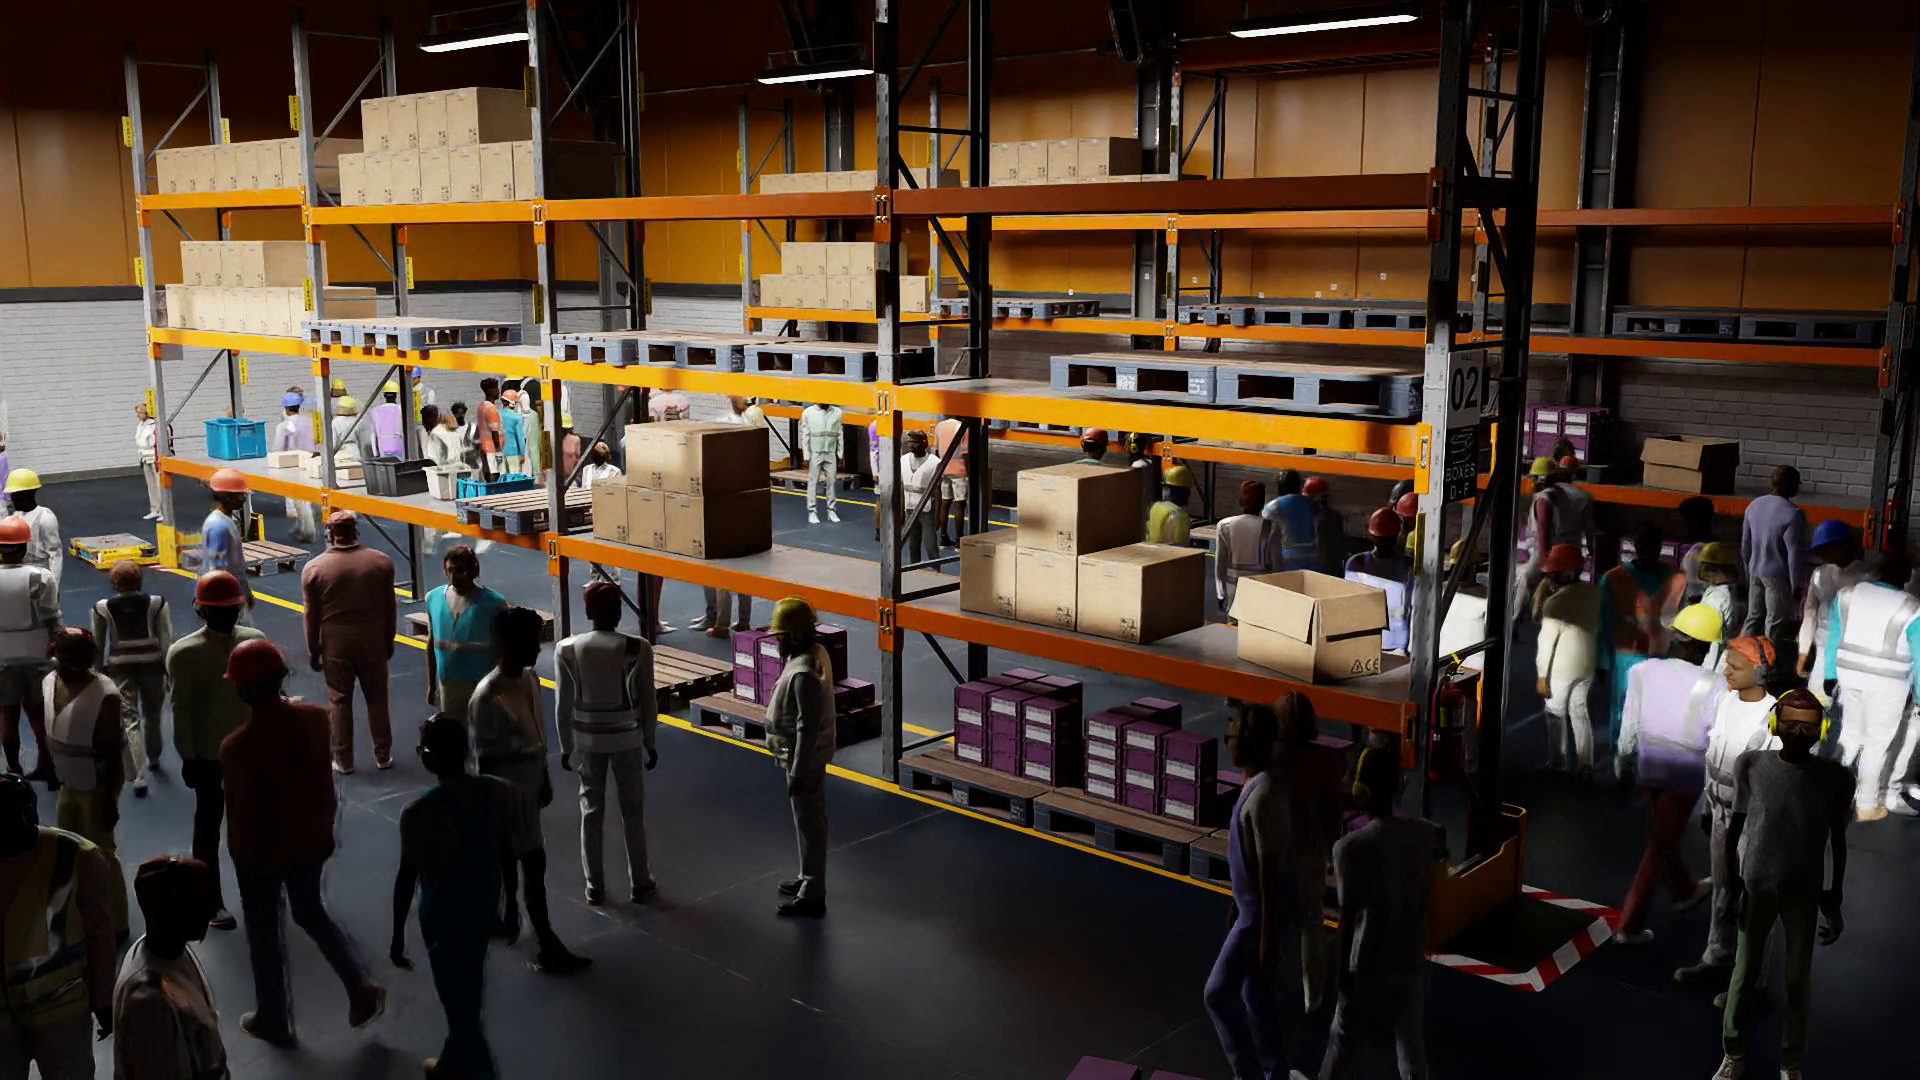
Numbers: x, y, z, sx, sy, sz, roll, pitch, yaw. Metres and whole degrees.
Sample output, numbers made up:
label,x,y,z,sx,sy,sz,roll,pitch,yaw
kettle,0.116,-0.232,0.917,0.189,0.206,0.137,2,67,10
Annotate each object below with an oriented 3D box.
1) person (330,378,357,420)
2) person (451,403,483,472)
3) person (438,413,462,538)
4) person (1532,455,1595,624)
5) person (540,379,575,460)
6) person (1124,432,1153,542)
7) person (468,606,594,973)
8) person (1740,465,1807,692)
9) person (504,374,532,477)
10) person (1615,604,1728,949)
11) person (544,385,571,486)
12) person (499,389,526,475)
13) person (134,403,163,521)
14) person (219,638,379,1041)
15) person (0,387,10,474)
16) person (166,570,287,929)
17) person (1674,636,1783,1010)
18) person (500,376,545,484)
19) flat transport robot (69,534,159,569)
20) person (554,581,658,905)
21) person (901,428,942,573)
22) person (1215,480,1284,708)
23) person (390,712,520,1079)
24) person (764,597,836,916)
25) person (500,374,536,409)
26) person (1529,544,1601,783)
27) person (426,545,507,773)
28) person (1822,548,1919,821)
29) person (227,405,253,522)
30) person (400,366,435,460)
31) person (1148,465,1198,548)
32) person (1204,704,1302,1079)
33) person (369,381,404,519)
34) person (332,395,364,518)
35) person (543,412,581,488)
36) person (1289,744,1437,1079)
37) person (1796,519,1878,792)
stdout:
label,x,y,z,sx,sy,sz,roll,pitch,yaw
person,-9.560,-1.624,25.713,0.486,1.744,0.294,-4,11,-23
person,-6.837,-1.071,22.849,0.540,1.662,0.851,-5,11,-26
person,-6.609,-0.840,21.617,0.280,1.626,0.503,0,10,2
person,5.962,0.020,16.431,0.572,1.737,0.429,8,13,38
person,-7.107,-2.299,29.242,1.050,1.857,0.620,7,12,34
person,1.850,-0.215,17.408,0.328,1.865,0.519,4,11,19
person,-2.354,1.291,8.834,0.899,1.918,0.626,2,10,11
person,6.923,0.321,14.163,0.355,1.937,0.634,-3,10,-15
person,-6.731,-1.649,25.335,0.364,1.928,0.586,-7,12,-36
person,3.943,1.260,9.046,0.990,1.865,0.590,-6,12,-30
person,-6.363,-1.784,26.229,0.356,1.883,0.572,5,11,25
person,-6.439,-1.285,23.807,0.577,1.739,0.353,5,11,26
person,-11.153,-1.076,22.952,0.516,1.628,0.321,7,12,33
person,-3.135,1.427,7.810,0.672,1.972,0.631,6,12,29
person,-14.335,-1.485,24.642,0.721,1.859,0.338,5,11,26
person,-4.105,1.148,9.330,0.376,1.995,0.608,6,12,31
person,3.887,1.393,8.264,0.356,1.881,0.575,-2,10,-10
person,-6.918,-1.911,26.498,0.684,2.000,0.536,2,10,10
flat transport robot,-10.194,0.121,20.010,0.652,0.197,1.431,-9,13,-40
person,-2.017,1.165,9.549,0.575,1.883,0.362,0,10,-1
person,-0.410,-0.299,17.975,0.561,1.836,0.393,7,12,36
person,2.370,0.445,13.609,0.573,1.886,0.353,5,11,28
person,-2.182,1.637,7.175,0.820,1.828,0.533,9,13,41
person,-0.903,1.216,9.433,0.403,1.823,0.588,0,10,-1
person,-7.588,-2.281,28.590,0.609,2.040,0.394,-1,10,-3
person,4.288,0.872,11.650,0.641,1.720,0.522,-5,11,-26
person,-3.238,0.934,10.957,0.567,1.846,0.389,2,10,10
person,6.009,0.959,10.902,0.435,1.825,0.667,-5,11,-27
person,-9.842,-1.044,22.715,0.515,1.645,0.308,5,11,28
person,-8.505,-1.787,26.092,0.605,1.939,0.416,2,10,13
person,1.768,0.304,14.366,0.600,1.906,0.606,-4,11,-22
person,1.255,1.616,7.177,0.512,1.814,0.555,3,10,15
person,-7.867,-1.246,23.090,0.588,1.918,0.404,0,10,2
person,-8.478,-1.139,23.012,0.500,1.725,0.478,-8,13,-37
person,-4.954,-0.746,20.779,0.544,1.717,0.798,-7,12,-33
person,1.673,1.702,6.724,0.528,1.807,1.012,-3,10,-16
person,6.172,0.810,11.565,0.419,1.892,0.659,-6,12,-33
